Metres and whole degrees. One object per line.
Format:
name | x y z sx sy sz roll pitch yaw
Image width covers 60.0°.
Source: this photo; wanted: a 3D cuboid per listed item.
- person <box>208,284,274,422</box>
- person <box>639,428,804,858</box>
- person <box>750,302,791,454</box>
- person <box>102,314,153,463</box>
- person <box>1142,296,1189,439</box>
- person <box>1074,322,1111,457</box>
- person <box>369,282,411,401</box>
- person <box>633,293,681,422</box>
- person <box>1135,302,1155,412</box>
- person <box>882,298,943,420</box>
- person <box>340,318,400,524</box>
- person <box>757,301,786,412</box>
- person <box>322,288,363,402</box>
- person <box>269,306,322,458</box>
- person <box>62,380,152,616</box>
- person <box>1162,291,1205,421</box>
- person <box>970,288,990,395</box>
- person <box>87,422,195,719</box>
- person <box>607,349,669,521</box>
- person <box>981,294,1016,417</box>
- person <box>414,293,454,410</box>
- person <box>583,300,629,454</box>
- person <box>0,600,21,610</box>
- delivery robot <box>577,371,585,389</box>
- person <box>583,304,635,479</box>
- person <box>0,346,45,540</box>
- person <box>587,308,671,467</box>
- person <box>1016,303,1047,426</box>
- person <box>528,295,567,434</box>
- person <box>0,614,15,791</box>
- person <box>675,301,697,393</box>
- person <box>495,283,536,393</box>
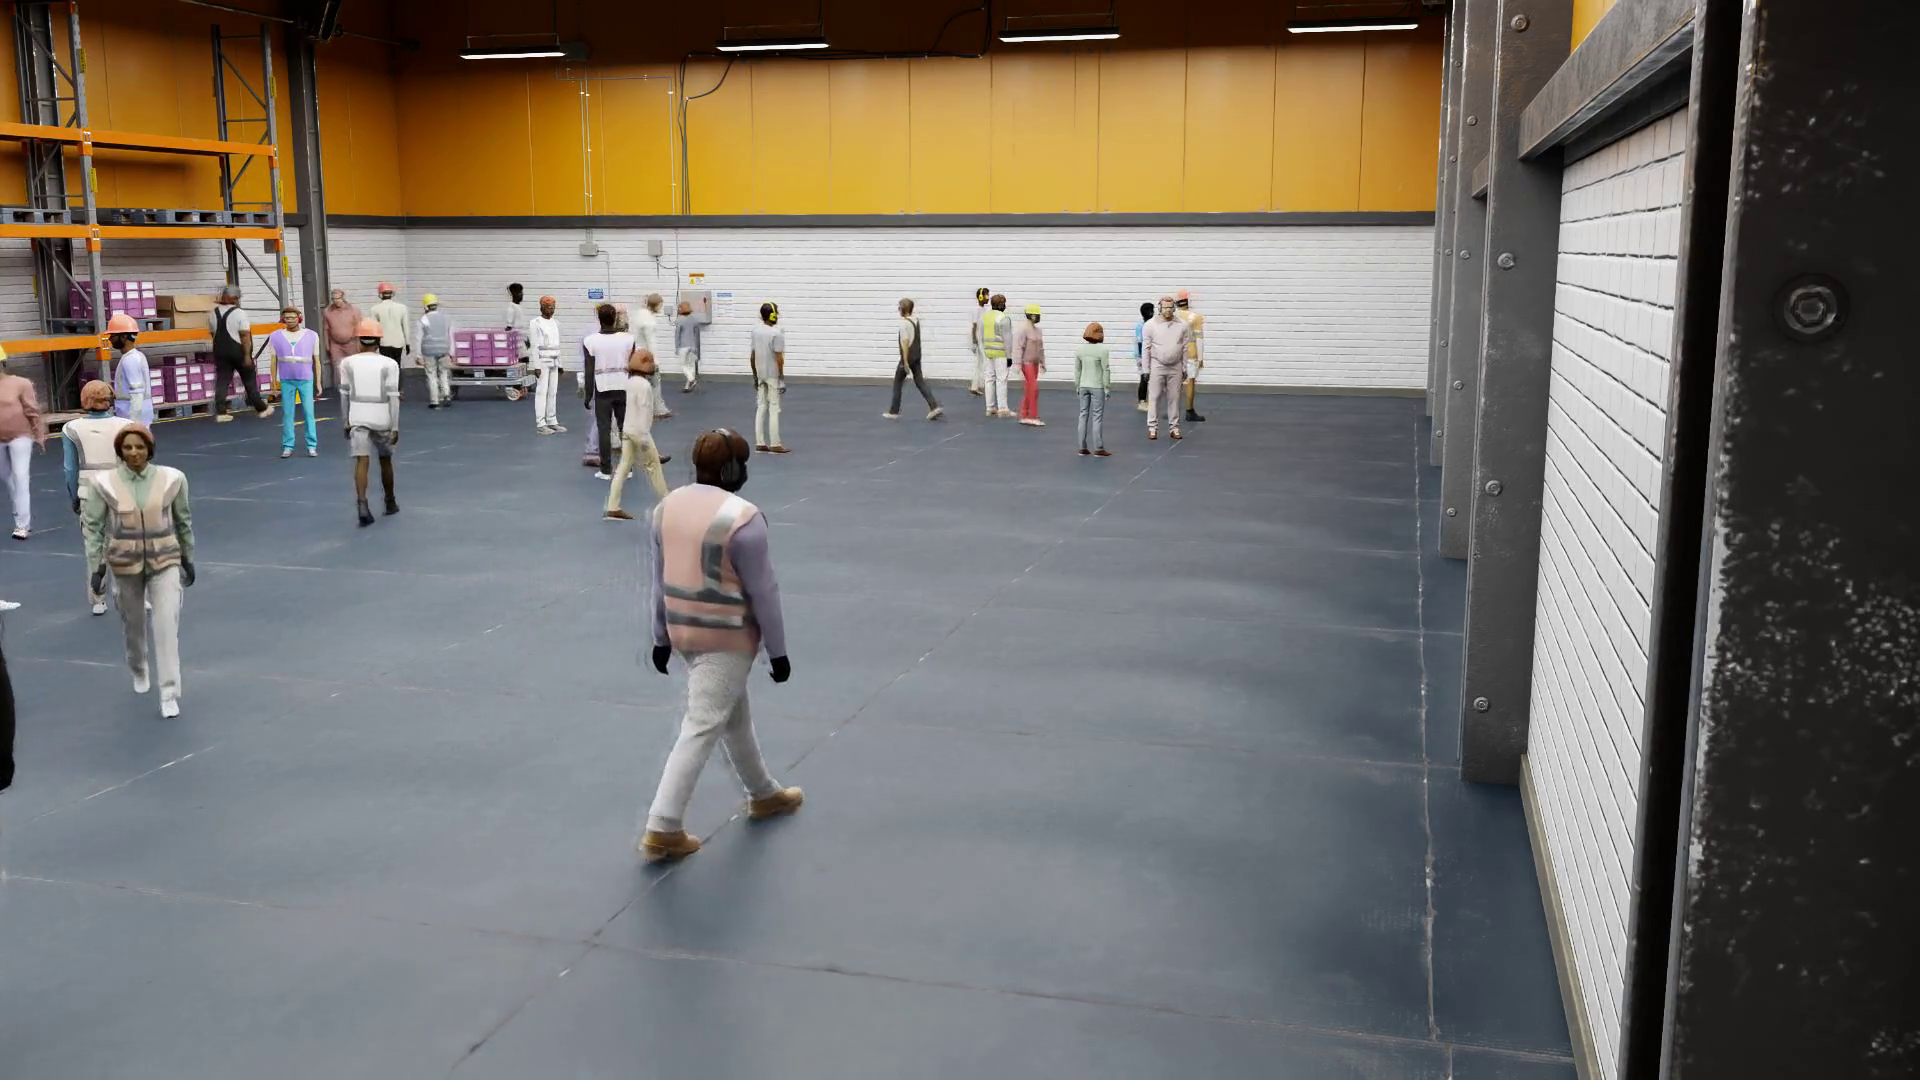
person | -10.620 -2.776 24.469 0.719 2.000 0.990 3 10 16
person | -1.041 0.420 7.095 0.643 1.793 0.970 10 14 43
person | -2.362 -2.000 20.566 0.534 1.868 0.310 8 13 37
person | -7.607 -1.100 15.268 0.363 1.935 0.553 -4 11 -22
person | 2.727 -2.276 22.046 0.639 1.900 0.404 -2 10 -12
person | 1.620 -1.832 20.277 0.500 1.632 0.286 9 13 40
person | -9.281 -3.196 27.019 0.642 1.973 0.534 -7 12 -35
person | -4.439 -2.601 23.941 0.934 1.880 0.683 -3 10 -16
person | 2.889 -2.837 25.793 0.345 1.692 0.547 4 11 21
person | -0.684 -2.657 24.487 0.948 1.809 0.508 6 12 32
person | -5.487 -1.110 15.473 0.560 1.896 0.972 -1 10 -7
person | -2.982 -2.872 25.957 0.502 1.719 0.777 -8 13 -37
person | -10.159 -3.226 27.500 0.678 1.875 0.718 -1 10 -6
person | -8.033 -1.914 20.147 0.572 1.840 0.373 -3 10 -16
person | -5.897 -0.287 11.514 0.510 1.639 0.308 -2 10 -13
person | 3.327 -2.689 24.403 0.663 1.898 0.389 6 12 32
person | 0.423 -3.376 28.424 0.606 1.845 0.557 3 10 16
person | -4.539 0.132 9.240 0.531 1.605 0.824 -5 11 -26
person | -2.948 -0.978 15.515 0.833 1.590 0.524 -6 12 -32
person | 0.585 -2.768 24.982 0.429 1.846 0.626 -8 13 -37
person | -8.216 -2.933 25.965 0.624 1.819 0.412 -9 13 -42
person | -4.307 -1.955 20.189 0.631 1.912 0.840 5 11 28
person | -7.030 -0.393 11.431 0.759 1.883 0.611 -7 12 -36
delivery robot | -6.119 -2.731 28.157 0.707 0.478 0.477 3 10 17
person | -3.837 -1.623 18.284 0.587 1.920 0.391 -5 11 -26
person | -8.278 -0.841 14.403 0.536 1.722 0.859 -2 10 -9
person | -3.893 -1.733 19.115 1.031 1.843 0.651 4 11 23
person | 1.094 -2.481 23.628 0.655 1.746 0.556 7 12 34
person | -5.635 -2.392 22.741 0.356 1.884 0.572 4 11 22
person | -3.396 0.714 5.373 0.634 1.812 0.879 -7 12 -36
person | -4.727 -3.339 28.867 0.440 1.623 0.501 8 13 37
person | -7.762 -3.503 28.910 0.835 1.931 0.622 0 10 2
